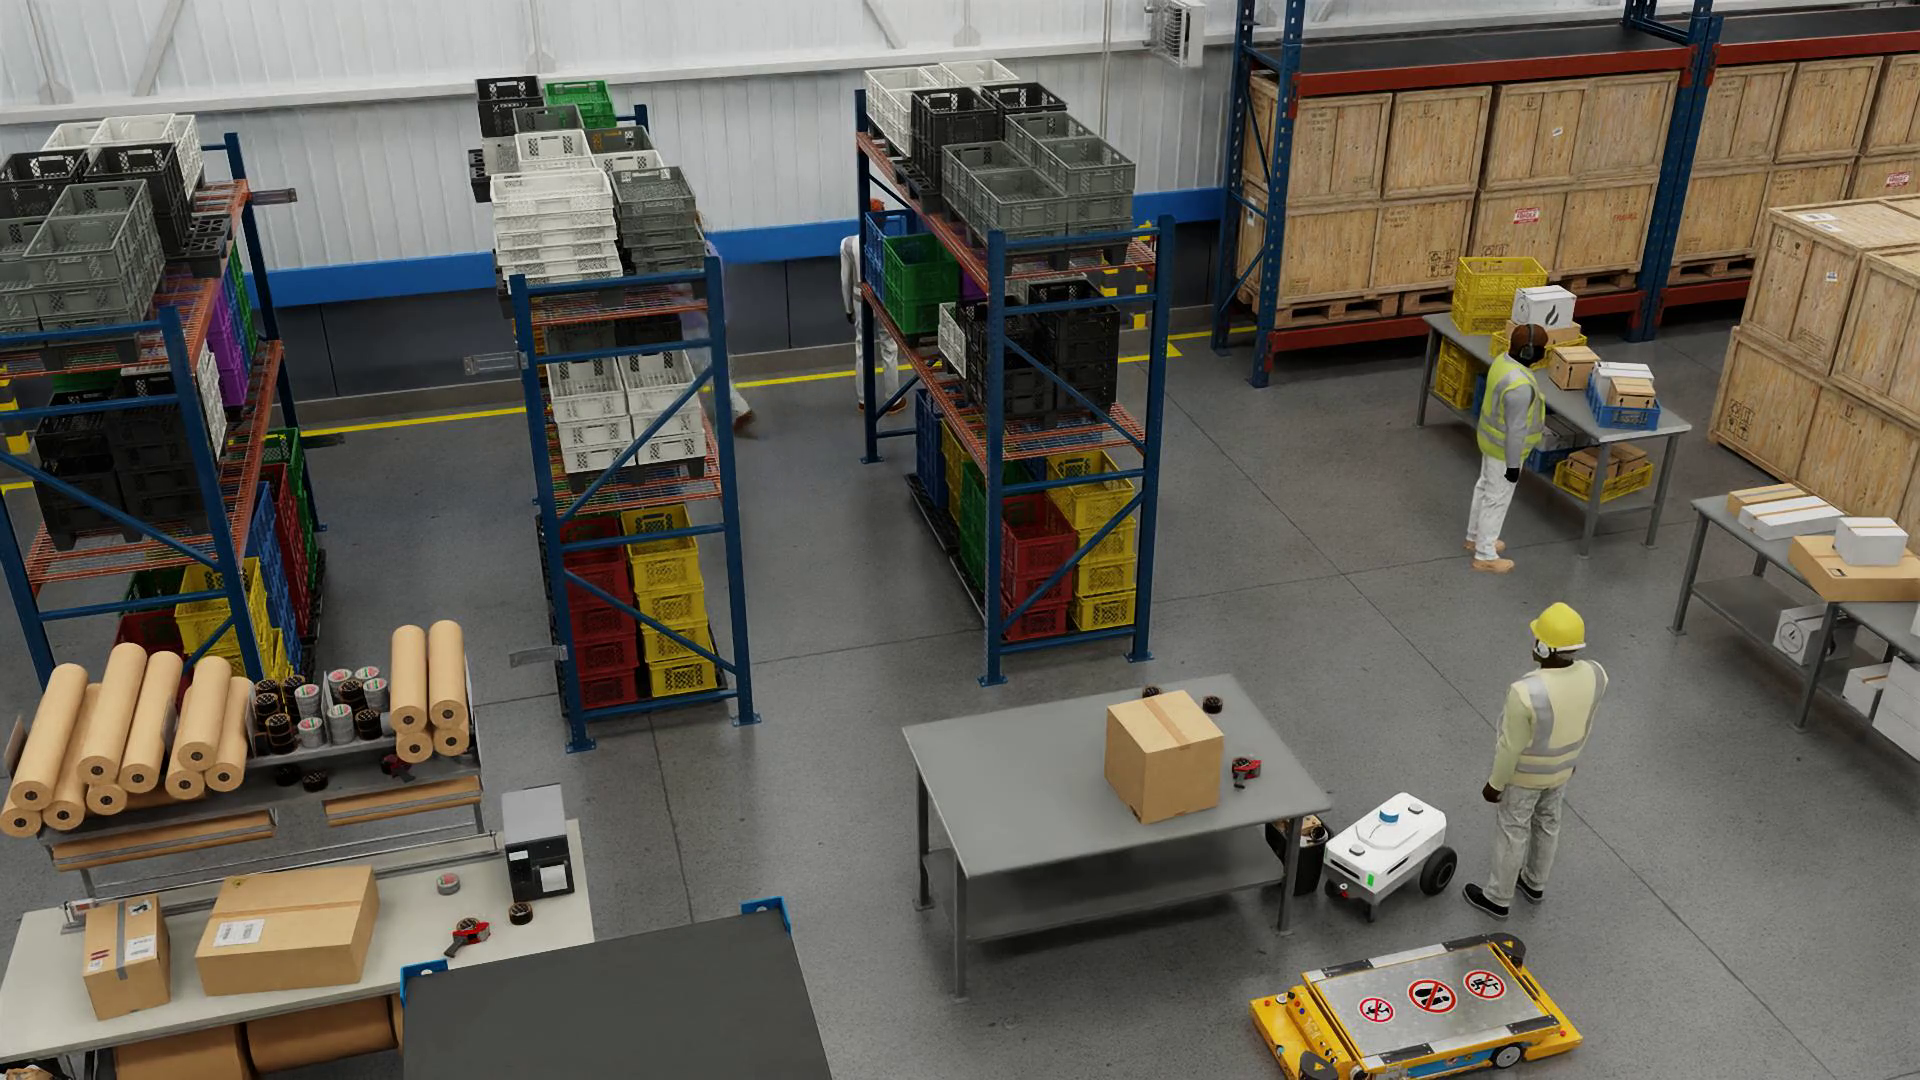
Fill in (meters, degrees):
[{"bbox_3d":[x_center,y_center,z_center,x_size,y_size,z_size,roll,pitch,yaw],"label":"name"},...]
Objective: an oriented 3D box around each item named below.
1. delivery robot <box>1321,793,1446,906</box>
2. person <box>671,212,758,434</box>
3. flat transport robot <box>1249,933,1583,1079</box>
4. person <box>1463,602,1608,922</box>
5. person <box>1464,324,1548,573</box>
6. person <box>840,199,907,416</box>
[{"bbox_3d":[2.246,1.617,8.804,0.707,0.478,0.477,-23,36,-36],"label":"delivery robot"},{"bbox_3d":[-2.127,-1.801,13.725,0.952,1.911,0.628,7,30,12],"label":"person"},{"bbox_3d":[2.184,2.282,7.980,1.431,0.197,0.652,-8,30,-14],"label":"flat transport robot"},{"bbox_3d":[2.919,1.130,8.466,0.595,1.832,0.404,-14,32,-24],"label":"person"},{"bbox_3d":[3.858,-0.655,11.720,0.430,1.836,0.619,4,29,7],"label":"person"},{"bbox_3d":[-0.707,-1.953,14.024,0.574,1.886,0.356,6,29,12],"label":"person"}]
